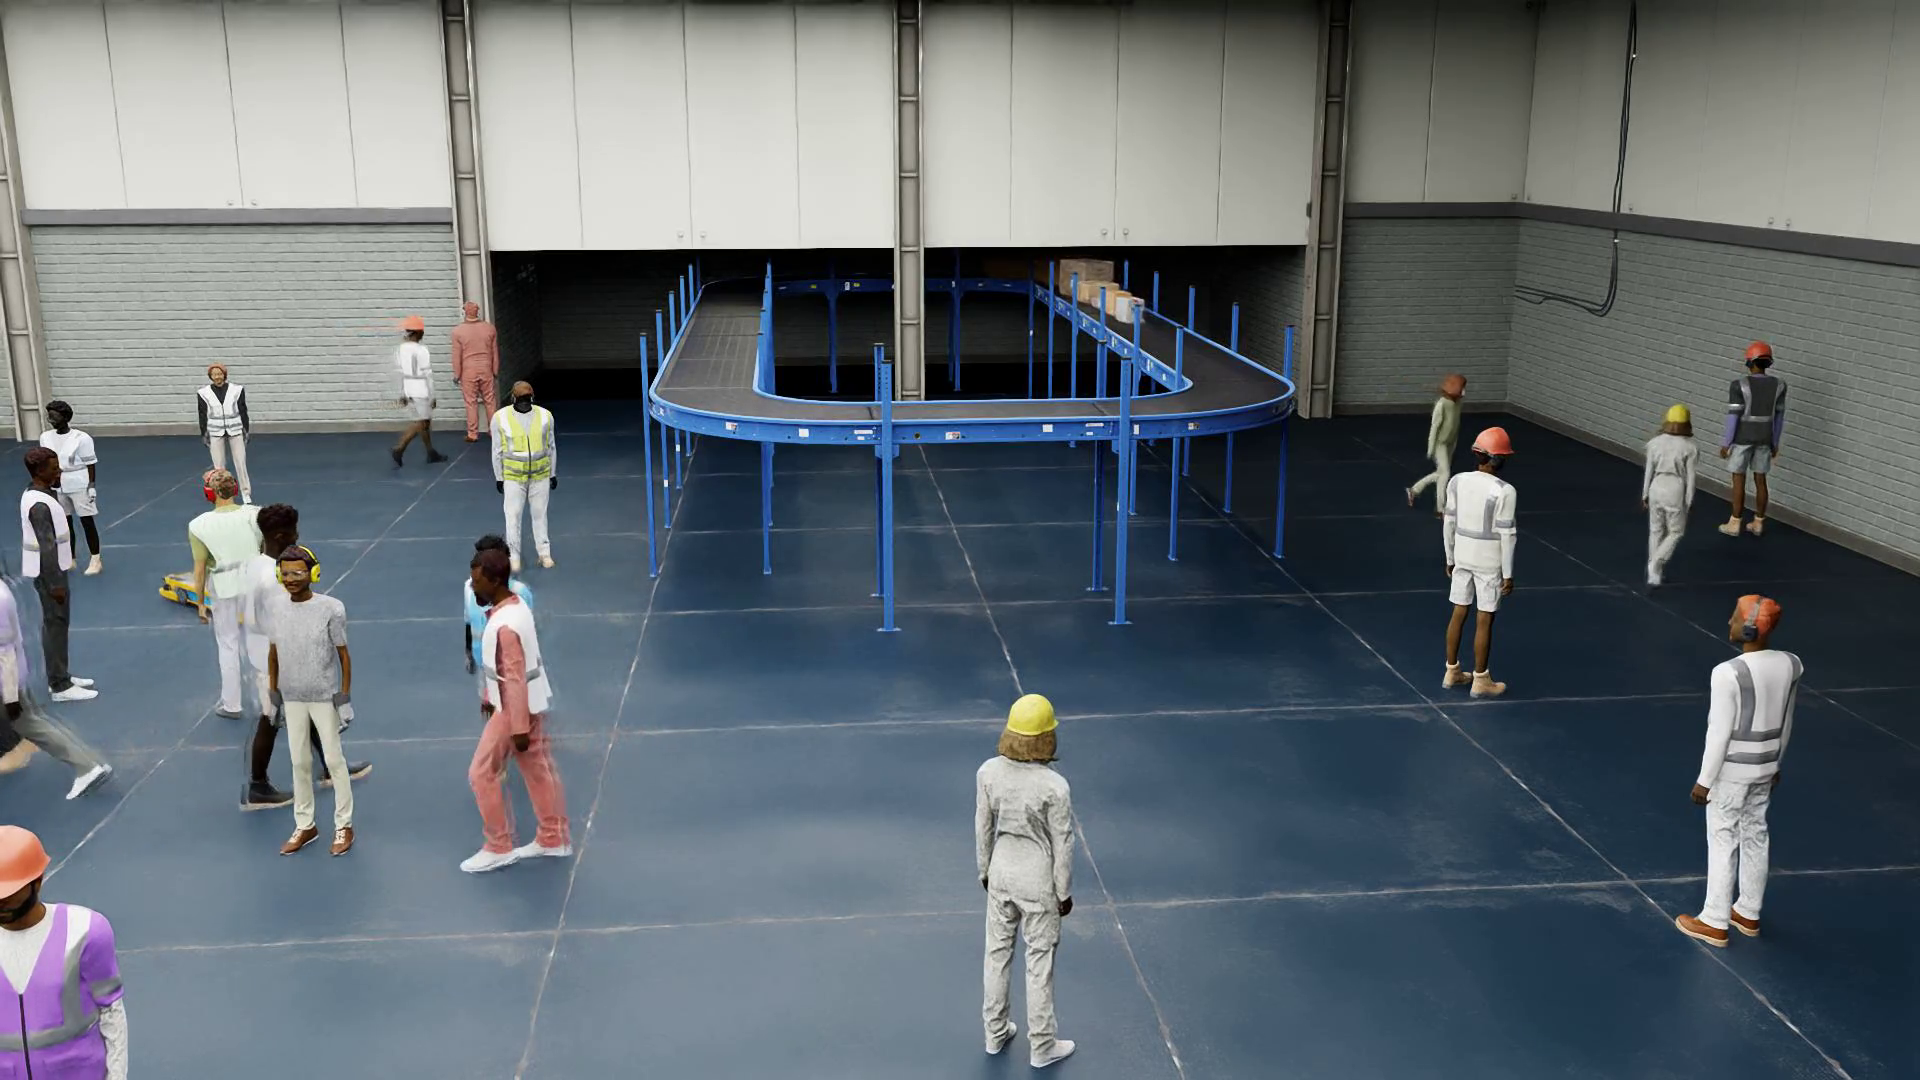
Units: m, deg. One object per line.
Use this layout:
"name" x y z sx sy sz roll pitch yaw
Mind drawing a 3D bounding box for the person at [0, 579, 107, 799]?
"person" -5.875 0.827 10.244 0.984 1.854 0.635 -10 17 -34

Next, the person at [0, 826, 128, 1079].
"person" -3.193 1.893 5.790 0.551 1.934 0.373 -4 14 -14

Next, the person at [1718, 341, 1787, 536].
"person" 8.252 -1.055 17.372 0.615 2.040 0.391 -1 14 -6

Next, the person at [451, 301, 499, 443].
"person" -6.567 -2.280 22.548 0.636 1.911 0.405 -9 17 -33

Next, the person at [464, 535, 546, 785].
"person" -2.964 0.751 10.886 0.534 1.673 0.723 7 16 26

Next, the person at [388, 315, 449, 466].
"person" -6.855 -1.861 20.864 0.552 1.919 0.807 12 18 40

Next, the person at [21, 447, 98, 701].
"person" -6.774 0.250 12.403 0.382 1.918 0.597 -8 16 -30

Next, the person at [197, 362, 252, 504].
"person" -8.290 -1.195 18.770 0.519 1.633 0.311 -6 15 -22

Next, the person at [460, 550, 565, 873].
"person" -2.661 0.972 9.560 0.728 1.891 0.602 -2 14 -8

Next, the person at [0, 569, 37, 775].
"person" -6.499 0.580 10.834 0.538 2.000 0.691 -6 15 -23

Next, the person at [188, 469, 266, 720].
"person" -5.219 0.396 11.993 0.394 1.836 0.560 13 19 43

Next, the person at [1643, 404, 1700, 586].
"person" 6.528 -0.394 15.382 0.546 1.729 0.489 -13 19 -42

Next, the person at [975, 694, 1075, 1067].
"person" 0.306 1.540 7.596 0.490 1.743 0.324 9 17 33

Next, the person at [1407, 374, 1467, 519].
"person" 5.223 -1.045 18.220 0.632 1.604 0.541 12 19 40

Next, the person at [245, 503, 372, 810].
"person" -4.158 0.718 10.501 0.913 1.923 0.628 -8 16 -29

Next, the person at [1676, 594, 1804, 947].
"person" 4.072 1.198 8.682 0.585 1.881 0.344 -6 15 -24

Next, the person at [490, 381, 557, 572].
"person" -4.185 -0.622 16.054 0.626 1.842 0.429 -7 16 -27

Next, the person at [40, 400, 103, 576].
"person" -8.462 -0.491 15.815 0.541 1.695 0.316 1 14 6

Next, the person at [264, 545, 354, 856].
"person" -3.813 0.937 9.745 0.521 1.876 0.325 1 14 4

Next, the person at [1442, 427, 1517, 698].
"person" 3.926 0.160 12.509 0.390 2.040 0.614 -9 17 -33
